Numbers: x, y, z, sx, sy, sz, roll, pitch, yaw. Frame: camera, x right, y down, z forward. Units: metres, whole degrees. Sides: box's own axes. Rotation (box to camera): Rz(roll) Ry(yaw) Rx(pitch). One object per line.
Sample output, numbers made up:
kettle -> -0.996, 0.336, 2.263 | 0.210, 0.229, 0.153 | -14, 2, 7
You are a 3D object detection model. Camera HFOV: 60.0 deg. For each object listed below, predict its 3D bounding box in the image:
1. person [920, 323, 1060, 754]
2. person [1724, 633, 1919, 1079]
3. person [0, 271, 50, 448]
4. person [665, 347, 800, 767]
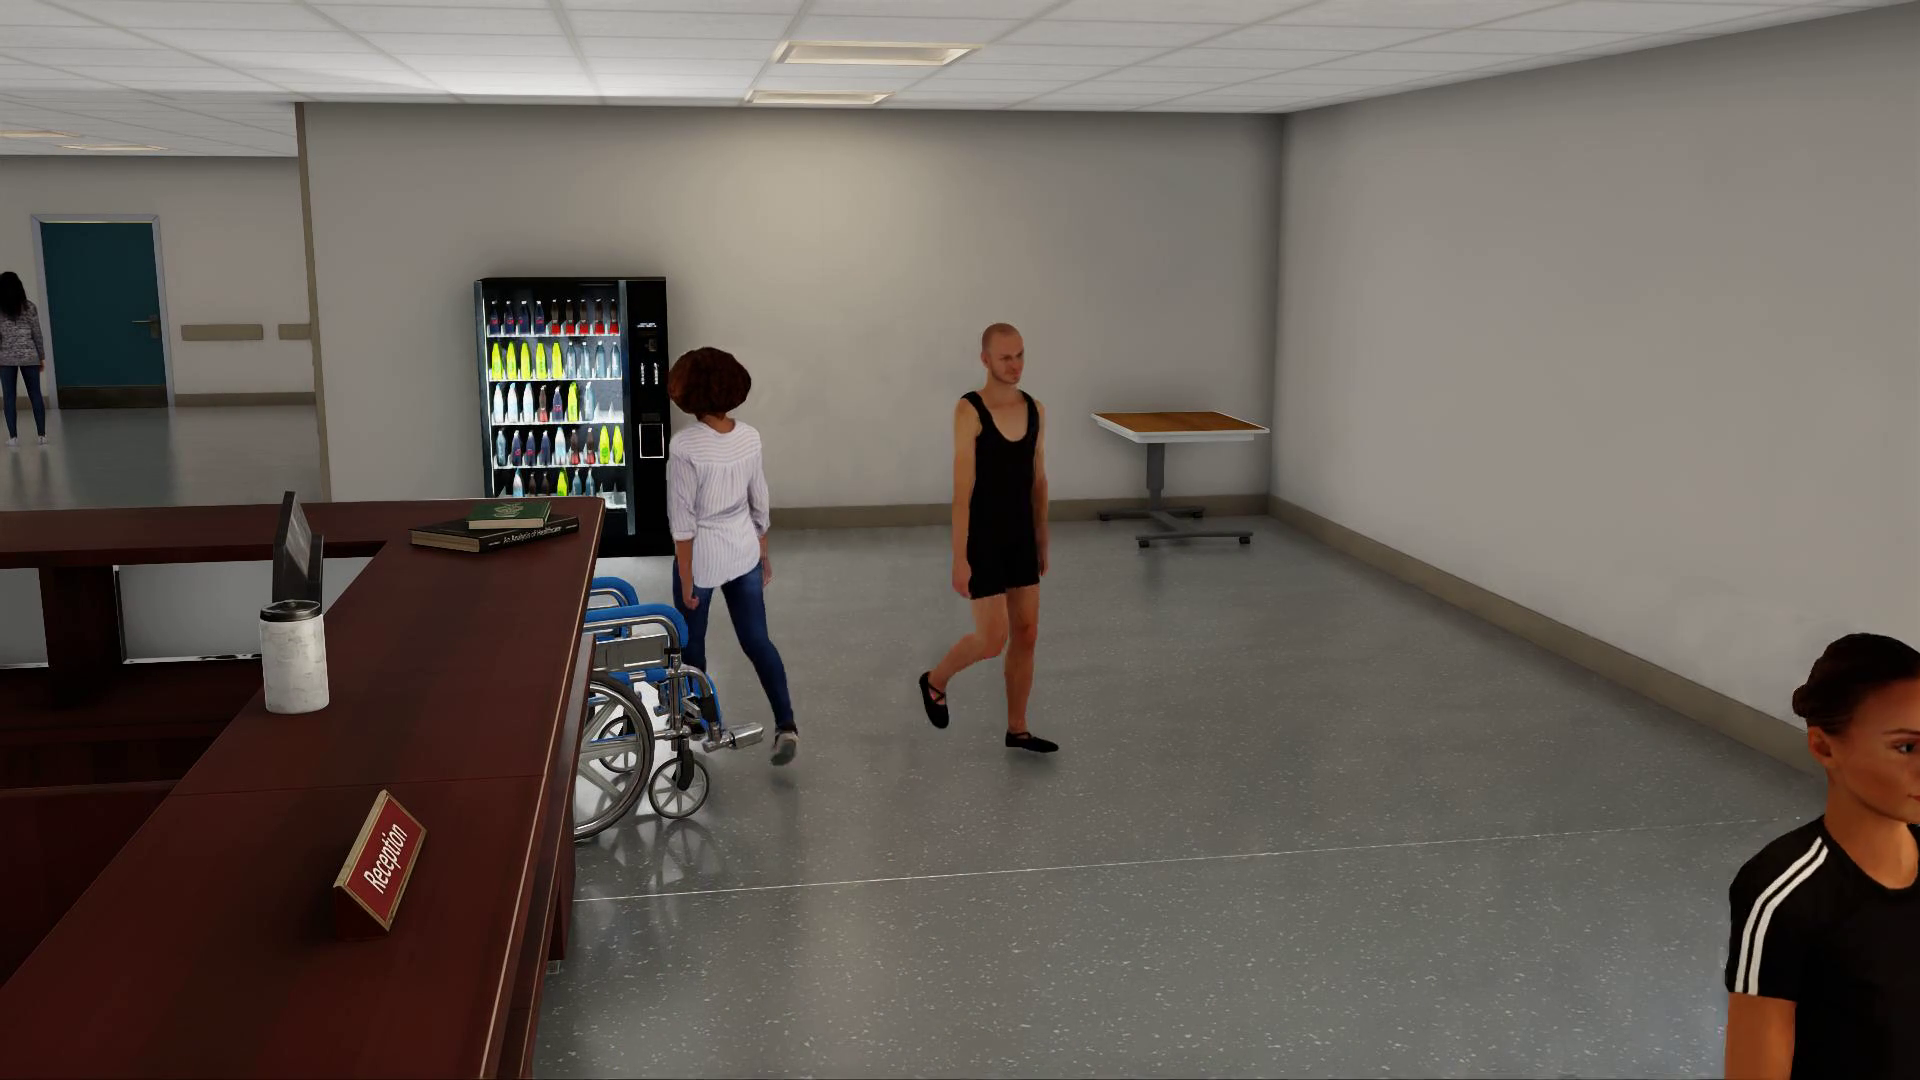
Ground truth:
person -> 0.083, 0.015, 6.835 | 1.005, 1.794, 0.956 | 9, 14, 40
person -> 1.174, 0.927, 2.396 | 0.578, 1.658, 0.700 | -4, 12, -21
person -> -9.439, -1.818, 16.661 | 0.597, 1.733, 0.741 | -7, 13, -33
person -> -0.925, 0.092, 6.735 | 1.191, 1.679, 1.056 | -7, 13, -34
